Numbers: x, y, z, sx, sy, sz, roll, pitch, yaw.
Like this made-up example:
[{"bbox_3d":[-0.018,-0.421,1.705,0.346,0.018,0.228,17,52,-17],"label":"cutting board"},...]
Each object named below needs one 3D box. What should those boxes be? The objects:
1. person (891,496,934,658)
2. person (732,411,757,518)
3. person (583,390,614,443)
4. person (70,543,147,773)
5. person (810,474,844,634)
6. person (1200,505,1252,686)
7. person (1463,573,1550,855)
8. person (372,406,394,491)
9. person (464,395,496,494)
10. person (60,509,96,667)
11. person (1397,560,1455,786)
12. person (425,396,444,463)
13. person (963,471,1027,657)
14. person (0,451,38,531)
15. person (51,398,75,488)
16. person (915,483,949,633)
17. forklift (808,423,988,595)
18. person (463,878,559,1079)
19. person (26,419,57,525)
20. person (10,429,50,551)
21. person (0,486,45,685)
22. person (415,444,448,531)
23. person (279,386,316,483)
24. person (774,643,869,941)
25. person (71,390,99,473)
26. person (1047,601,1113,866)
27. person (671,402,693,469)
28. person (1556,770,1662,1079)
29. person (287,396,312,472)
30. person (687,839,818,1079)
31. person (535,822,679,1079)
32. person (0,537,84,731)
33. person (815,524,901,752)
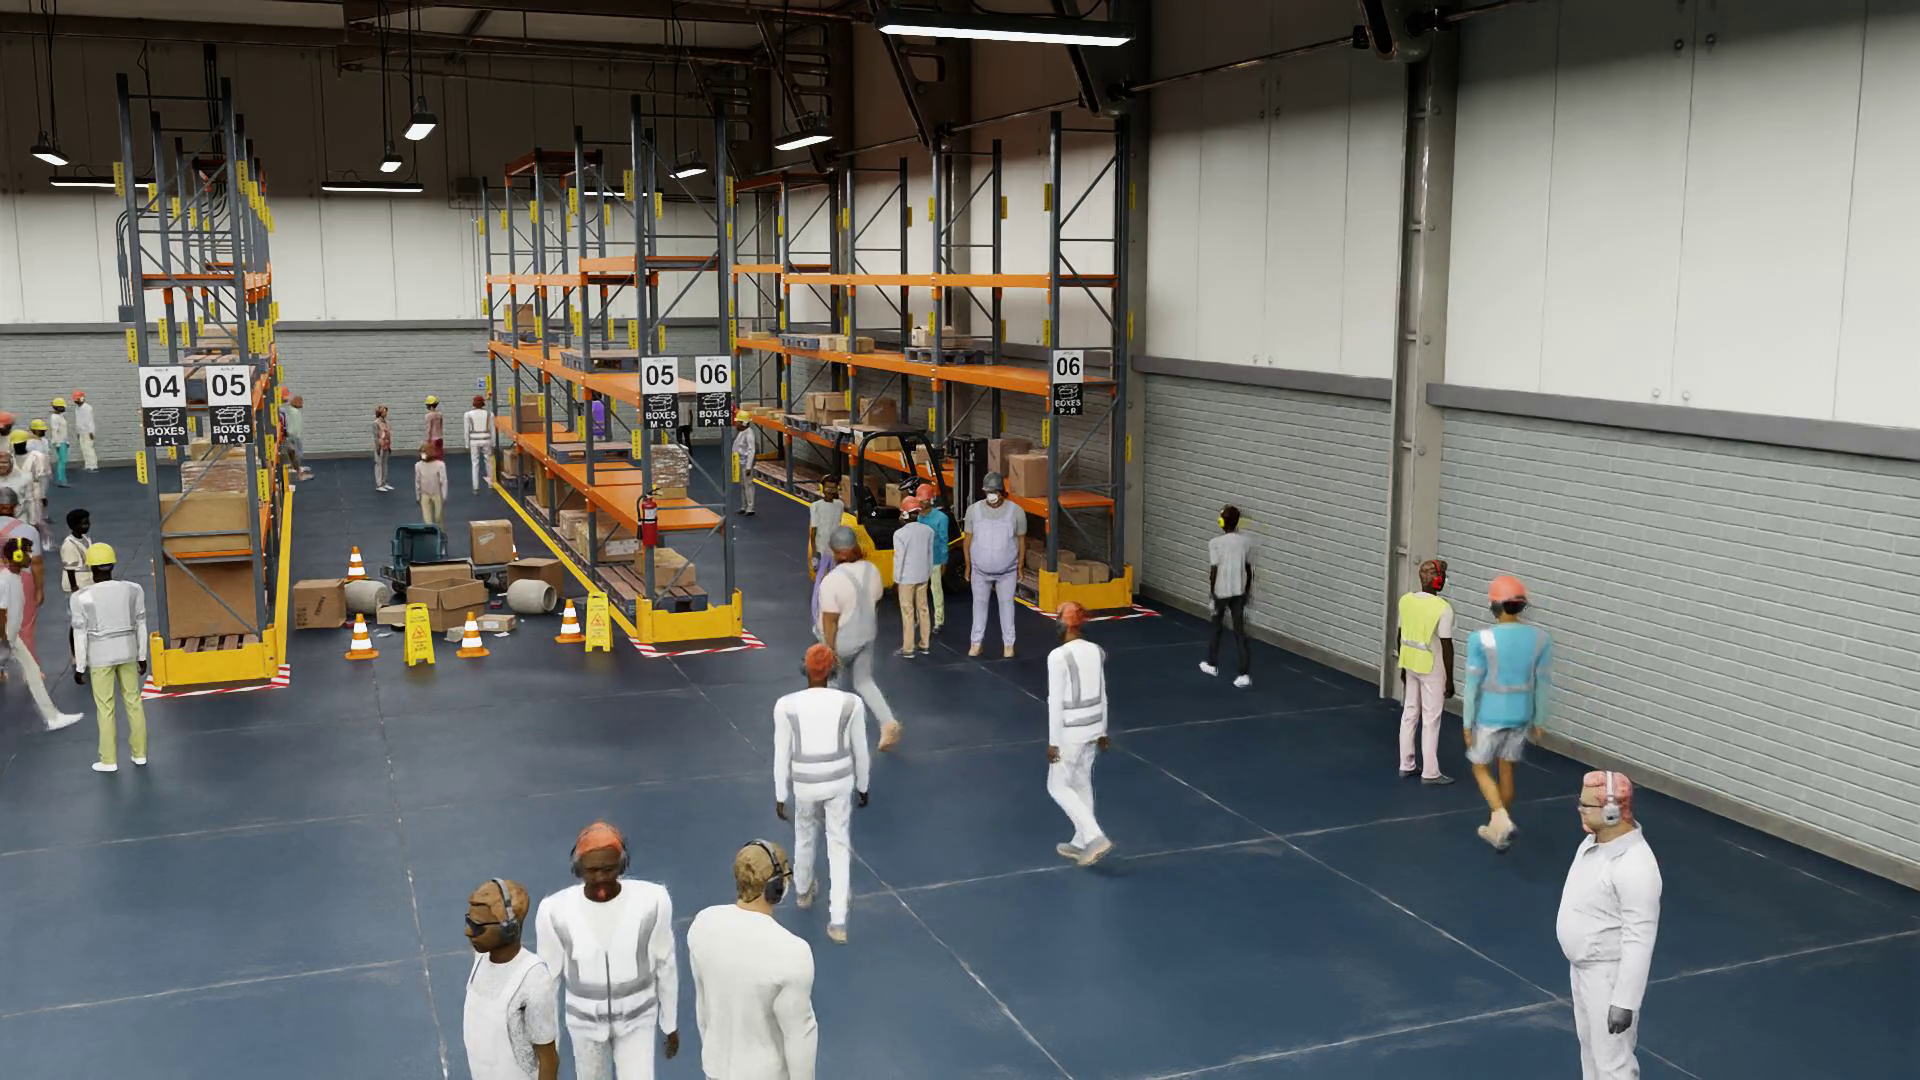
[{"bbox_3d":[-0.532,0.394,18.067,0.573,1.749,0.339,-9,13,-44],"label":"person"},{"bbox_3d":[-3.687,-1.296,28.456,0.403,1.834,0.589,-4,10,-22],"label":"person"},{"bbox_3d":[-7.365,-2.160,33.861,0.632,1.846,0.429,-5,10,-29],"label":"person"},{"bbox_3d":[-7.074,0.976,13.853,0.365,1.930,0.585,8,12,42],"label":"person"},{"bbox_3d":[-1.506,0.166,19.161,0.334,1.865,0.517,8,12,42],"label":"person"},{"bbox_3d":[2.748,0.552,16.894,0.543,1.821,0.996,-2,9,-15],"label":"person"},{"bbox_3d":[3.880,1.252,11.815,0.617,2.024,0.703,-1,9,-7],"label":"person"},{"bbox_3d":[-11.103,-1.758,31.967,0.312,1.642,0.512,1,9,7],"label":"person"},{"bbox_3d":[-9.105,-1.819,31.586,0.584,1.882,0.337,-3,10,-20],"label":"person"},{"bbox_3d":[-9.303,0.503,17.596,0.323,1.686,0.538,-1,9,-7],"label":"person"},{"bbox_3d":[3.777,1.072,13.509,0.379,1.844,0.570,-5,10,-29],"label":"person"},{"bbox_3d":[-10.421,-1.973,32.927,0.308,1.769,0.525,3,9,16],"label":"person"},{"bbox_3d":[0.368,0.265,17.981,0.688,2.000,0.536,1,9,7],"label":"person"},{"bbox_3d":[-12.277,-0.202,21.410,0.687,1.879,0.610,-3,10,-20],"label":"person"},{"bbox_3d":[-17.567,-1.903,32.534,0.333,1.760,0.530,-2,9,-14],"label":"person"},{"bbox_3d":[-0.396,0.209,19.269,0.565,1.744,0.355,6,11,31],"label":"person"},{"bbox_3d":[-0.830,-0.399,21.676,2.313,2.155,1.214,-4,10,-21],"label":"forklift"},{"bbox_3d":[-1.747,2.194,6.452,0.507,1.847,0.343,9,13,44],"label":"person"},{"bbox_3d":[-15.207,-1.116,27.532,0.329,1.767,0.529,1,9,3],"label":"person"},{"bbox_3d":[-13.666,-0.684,24.360,0.602,1.902,0.663,-1,9,-9],"label":"person"},{"bbox_3d":[-9.601,0.450,16.816,0.682,2.000,0.535,-1,9,-9],"label":"person"},{"bbox_3d":[-7.951,-0.648,25.094,0.560,1.601,0.555,0,9,2],"label":"person"},{"bbox_3d":[-13.292,-2.064,32.844,0.992,1.969,0.646,-2,9,-13],"label":"person"},{"bbox_3d":[-0.874,1.551,10.555,0.591,1.836,0.960,-1,9,-4],"label":"person"},{"bbox_3d":[-18.397,-2.274,34.916,0.621,1.740,0.365,6,11,31],"label":"person"},{"bbox_3d":[0.859,1.362,11.643,0.563,1.862,0.606,8,12,41],"label":"person"},{"bbox_3d":[-5.938,-2.438,35.528,0.513,1.872,0.328,-7,12,-38],"label":"person"},{"bbox_3d":[2.926,1.981,7.609,0.401,1.904,0.651,1,9,4],"label":"person"},{"bbox_3d":[-13.958,-2.227,35.061,0.658,1.594,0.514,-4,10,-25],"label":"person"},{"bbox_3d":[-0.816,2.130,6.611,0.623,1.932,0.372,7,11,36],"label":"person"},{"bbox_3d":[-1.491,2.096,7.044,0.590,1.849,0.819,-1,9,-9],"label":"person"},{"bbox_3d":[-8.419,0.883,14.830,0.979,1.806,0.643,-3,9,-17],"label":"person"},{"bbox_3d":[-0.917,0.845,14.325,0.837,2.000,0.691,9,13,44],"label":"person"}]
